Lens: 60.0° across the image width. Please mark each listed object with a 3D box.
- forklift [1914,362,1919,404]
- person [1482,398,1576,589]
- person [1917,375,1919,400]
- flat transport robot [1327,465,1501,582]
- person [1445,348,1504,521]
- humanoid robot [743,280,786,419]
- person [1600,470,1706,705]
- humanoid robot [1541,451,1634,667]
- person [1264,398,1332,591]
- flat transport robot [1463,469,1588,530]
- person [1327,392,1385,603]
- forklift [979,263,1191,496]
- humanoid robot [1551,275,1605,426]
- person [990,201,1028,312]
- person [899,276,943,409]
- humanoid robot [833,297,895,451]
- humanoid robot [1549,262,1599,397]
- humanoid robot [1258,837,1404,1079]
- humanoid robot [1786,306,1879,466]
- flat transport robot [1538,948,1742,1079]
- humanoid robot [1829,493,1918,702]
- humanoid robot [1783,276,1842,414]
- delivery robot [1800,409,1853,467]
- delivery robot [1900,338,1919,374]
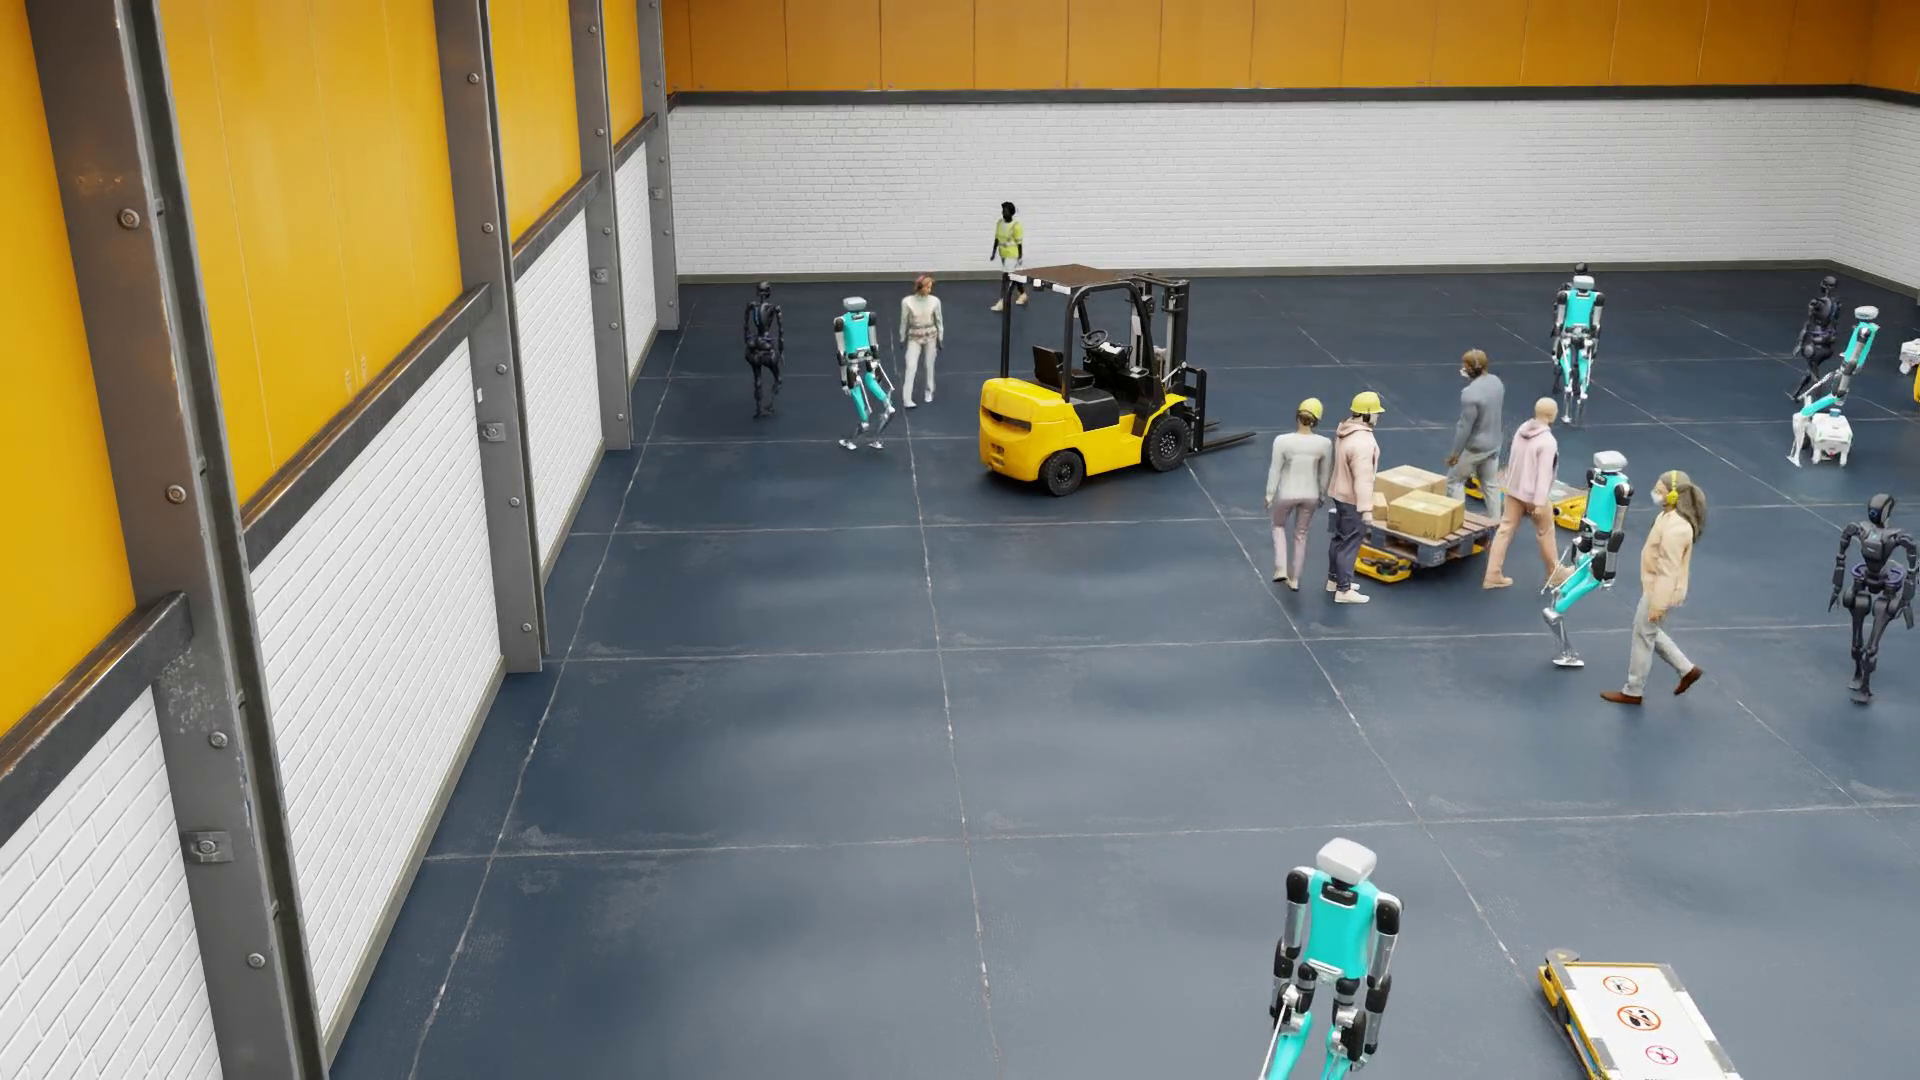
[{"bbox_3d":[12.602,-2.435,19.475,2.313,2.155,1.214,-1,20,-4],"label":"forklift"},{"bbox_3d":[5.065,-0.405,14.602,0.877,1.743,0.533,-8,22,-21],"label":"person"},{"bbox_3d":[10.448,-1.626,17.549,0.674,1.999,0.464,3,20,8],"label":"person"},{"bbox_3d":[4.176,0.078,15.414,1.431,0.231,0.659,-15,25,-35],"label":"flat transport robot"},{"bbox_3d":[4.823,-0.868,15.646,0.633,1.904,0.574,-17,26,-38],"label":"person"},{"bbox_3d":[-2.345,-2.262,19.752,0.589,1.648,0.357,10,22,24],"label":"humanoid robot"},{"bbox_3d":[5.206,0.375,12.290,0.610,1.861,0.577,8,22,21],"label":"person"},{"bbox_3d":[4.782,0.191,12.970,0.667,1.792,0.537,-3,20,-8],"label":"humanoid robot"},{"bbox_3d":[2.943,-0.394,14.574,0.571,1.730,0.371,0,20,0],"label":"person"},{"bbox_3d":[5.840,-0.436,16.816,0.659,0.231,1.431,-13,24,-31],"label":"flat transport robot"},{"bbox_3d":[3.380,-0.371,14.340,0.428,1.859,0.794,0,20,1],"label":"person"},{"bbox_3d":[1.315,-1.764,17.646,2.313,2.155,1.214,-14,24,-33],"label":"forklift"},{"bbox_3d":[7.178,-2.107,19.321,0.539,1.841,0.747,3,20,7],"label":"humanoid robot"},{"bbox_3d":[0.780,-4.384,25.545,0.846,1.658,0.533,-14,24,-33],"label":"person"},{"bbox_3d":[-0.460,-2.399,20.244,0.572,1.589,0.655,-5,21,-14],"label":"person"},{"bbox_3d":[-1.010,-1.745,18.278,0.536,1.772,0.887,-13,24,-32],"label":"humanoid robot"},{"bbox_3d":[7.655,-2.644,20.763,0.599,1.659,0.315,18,26,39],"label":"humanoid robot"},{"bbox_3d":[1.544,2.308,7.405,0.539,1.883,0.816,13,24,31],"label":"humanoid robot"},{"bbox_3d":[9.369,-1.682,18.069,0.867,1.770,0.603,12,23,29],"label":"humanoid robot"},{"bbox_3d":[3.513,2.599,8.546,0.659,0.231,1.431,1,20,2],"label":"flat transport robot"},{"bbox_3d":[6.872,0.411,12.489,0.605,1.628,0.613,-18,27,-40],"label":"humanoid robot"},{"bbox_3d":[10.348,-2.384,20.141,0.597,1.629,0.768,-9,22,-23],"label":"humanoid robot"},{"bbox_3d":[9.606,-1.147,18.360,0.499,0.609,0.812,8,21,20],"label":"delivery robot"},{"bbox_3d":[12.760,-2.448,21.909,0.785,0.614,0.504,-11,23,-27],"label":"delivery robot"}]
